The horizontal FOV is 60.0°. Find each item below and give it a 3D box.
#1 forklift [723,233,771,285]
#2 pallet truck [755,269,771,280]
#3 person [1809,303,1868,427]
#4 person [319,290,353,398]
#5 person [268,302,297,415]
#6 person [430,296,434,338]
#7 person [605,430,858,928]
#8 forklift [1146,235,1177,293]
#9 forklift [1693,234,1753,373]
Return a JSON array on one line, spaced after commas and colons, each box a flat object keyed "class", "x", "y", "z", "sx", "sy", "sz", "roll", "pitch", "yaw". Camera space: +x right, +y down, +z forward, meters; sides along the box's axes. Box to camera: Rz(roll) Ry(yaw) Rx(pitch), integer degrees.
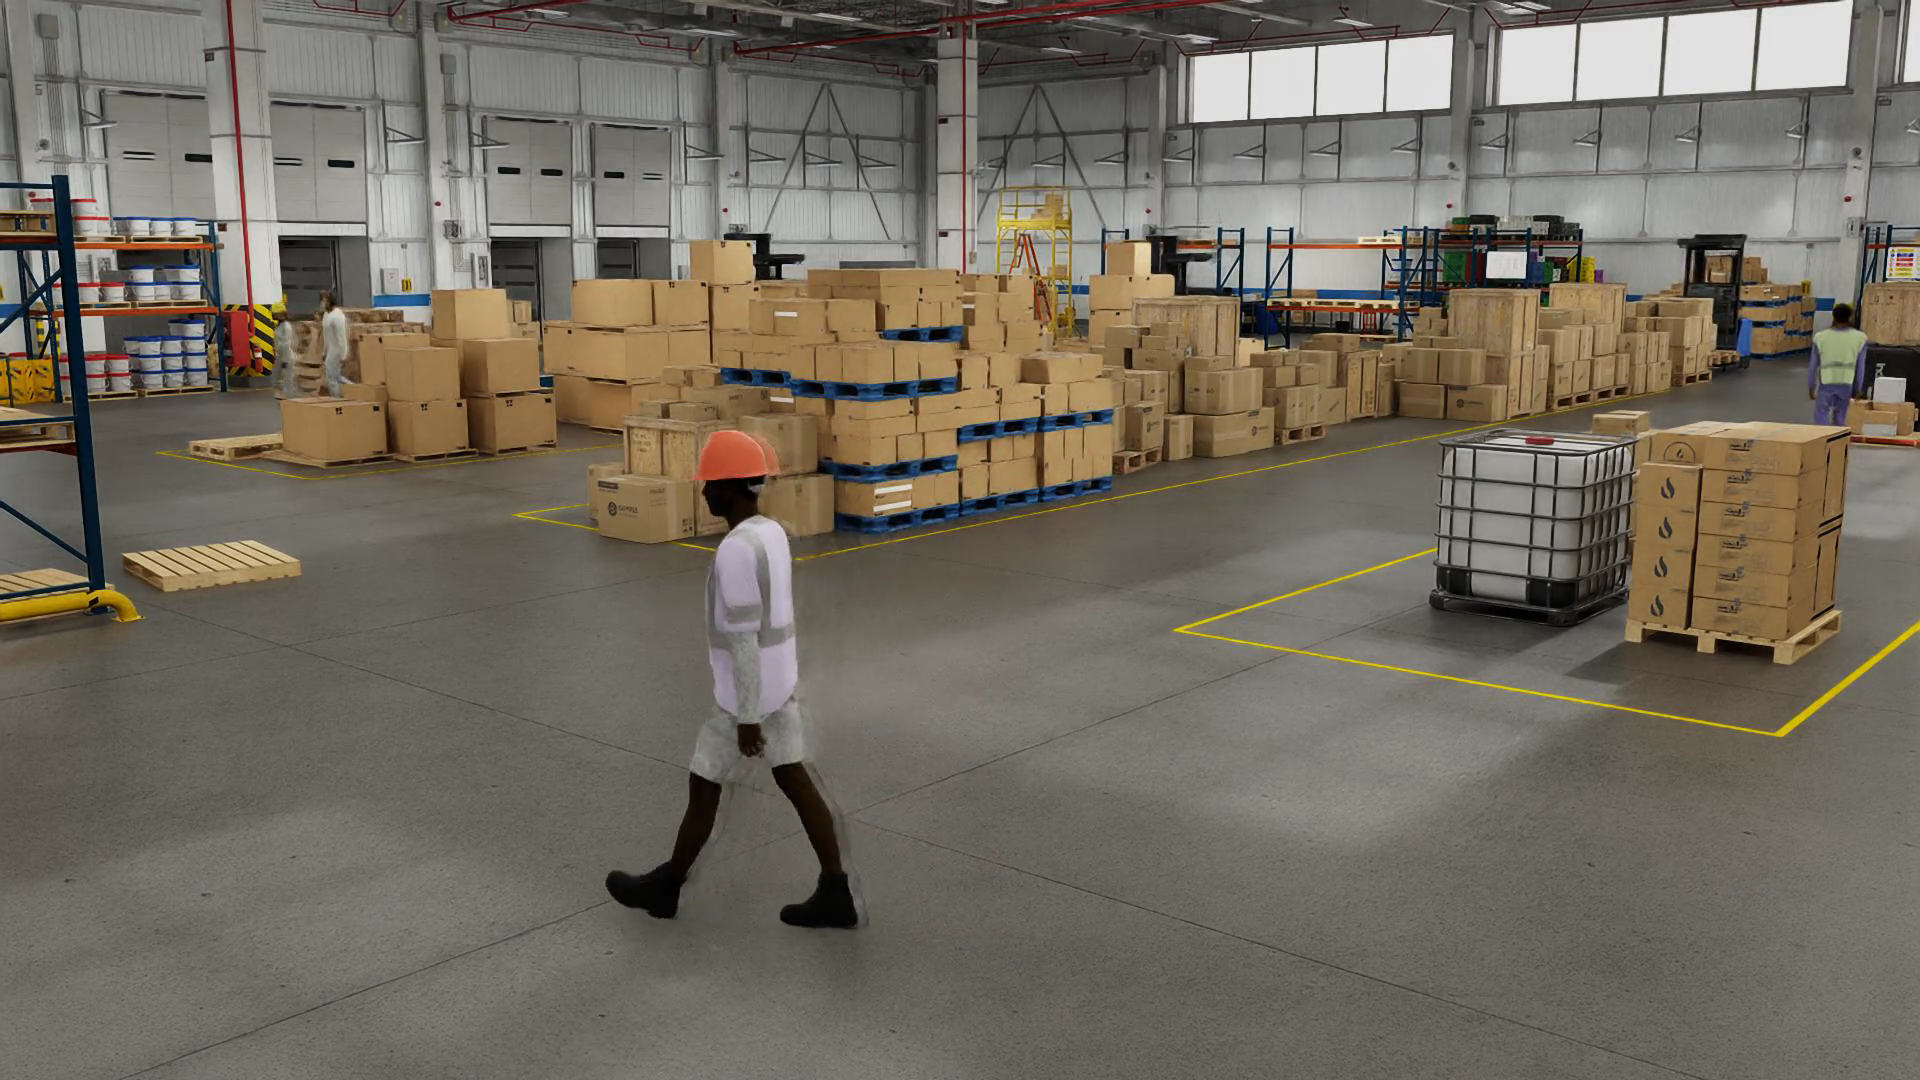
[{"class": "forklift", "x": -4.058, "y": -4.476, "z": 31.878, "sx": 1.873, "sy": 2.768, "sz": 1.129, "roll": 8, "pitch": 13, "yaw": 40}, {"class": "pallet truck", "x": -4.996, "y": -6.432, "z": 45.525, "sx": 1.885, "sy": 1.965, "sz": 0.823, "roll": -6, "pitch": 12, "yaw": -32}, {"class": "person", "x": 10.341, "y": -1.837, "z": 19.624, "sx": 0.588, "sy": 1.906, "sz": 0.483, "roll": 3, "pitch": 11, "yaw": 19}, {"class": "person", "x": -9.358, "y": -2.812, "z": 25.148, "sx": 0.762, "sy": 1.921, "sz": 0.635, "roll": -6, "pitch": 12, "yaw": -32}, {"class": "person", "x": -10.335, "y": -2.757, "z": 25.381, "sx": 0.385, "sy": 1.730, "sz": 0.486, "roll": -9, "pitch": 13, "yaw": -42}, {"class": "person", "x": -8.211, "y": -3.022, "z": 26.608, "sx": 0.535, "sy": 1.824, "sz": 0.583, "roll": 5, "pitch": 11, "yaw": 26}, {"class": "person", "x": -0.833, "y": 0.530, "z": 6.213, "sx": 1.007, "sy": 1.879, "sz": 0.571, "roll": 2, "pitch": 10, "yaw": 14}, {"class": "forklift", "x": 4.546, "y": -5.511, "z": 37.772, "sx": 1.873, "sy": 2.768, "sz": 1.129, "roll": 7, "pitch": 12, "yaw": 34}, {"class": "forklift", "x": 15.618, "y": -4.911, "z": 34.354, "sx": 1.129, "sy": 2.768, "sz": 1.873, "roll": 8, "pitch": 13, "yaw": 40}]
